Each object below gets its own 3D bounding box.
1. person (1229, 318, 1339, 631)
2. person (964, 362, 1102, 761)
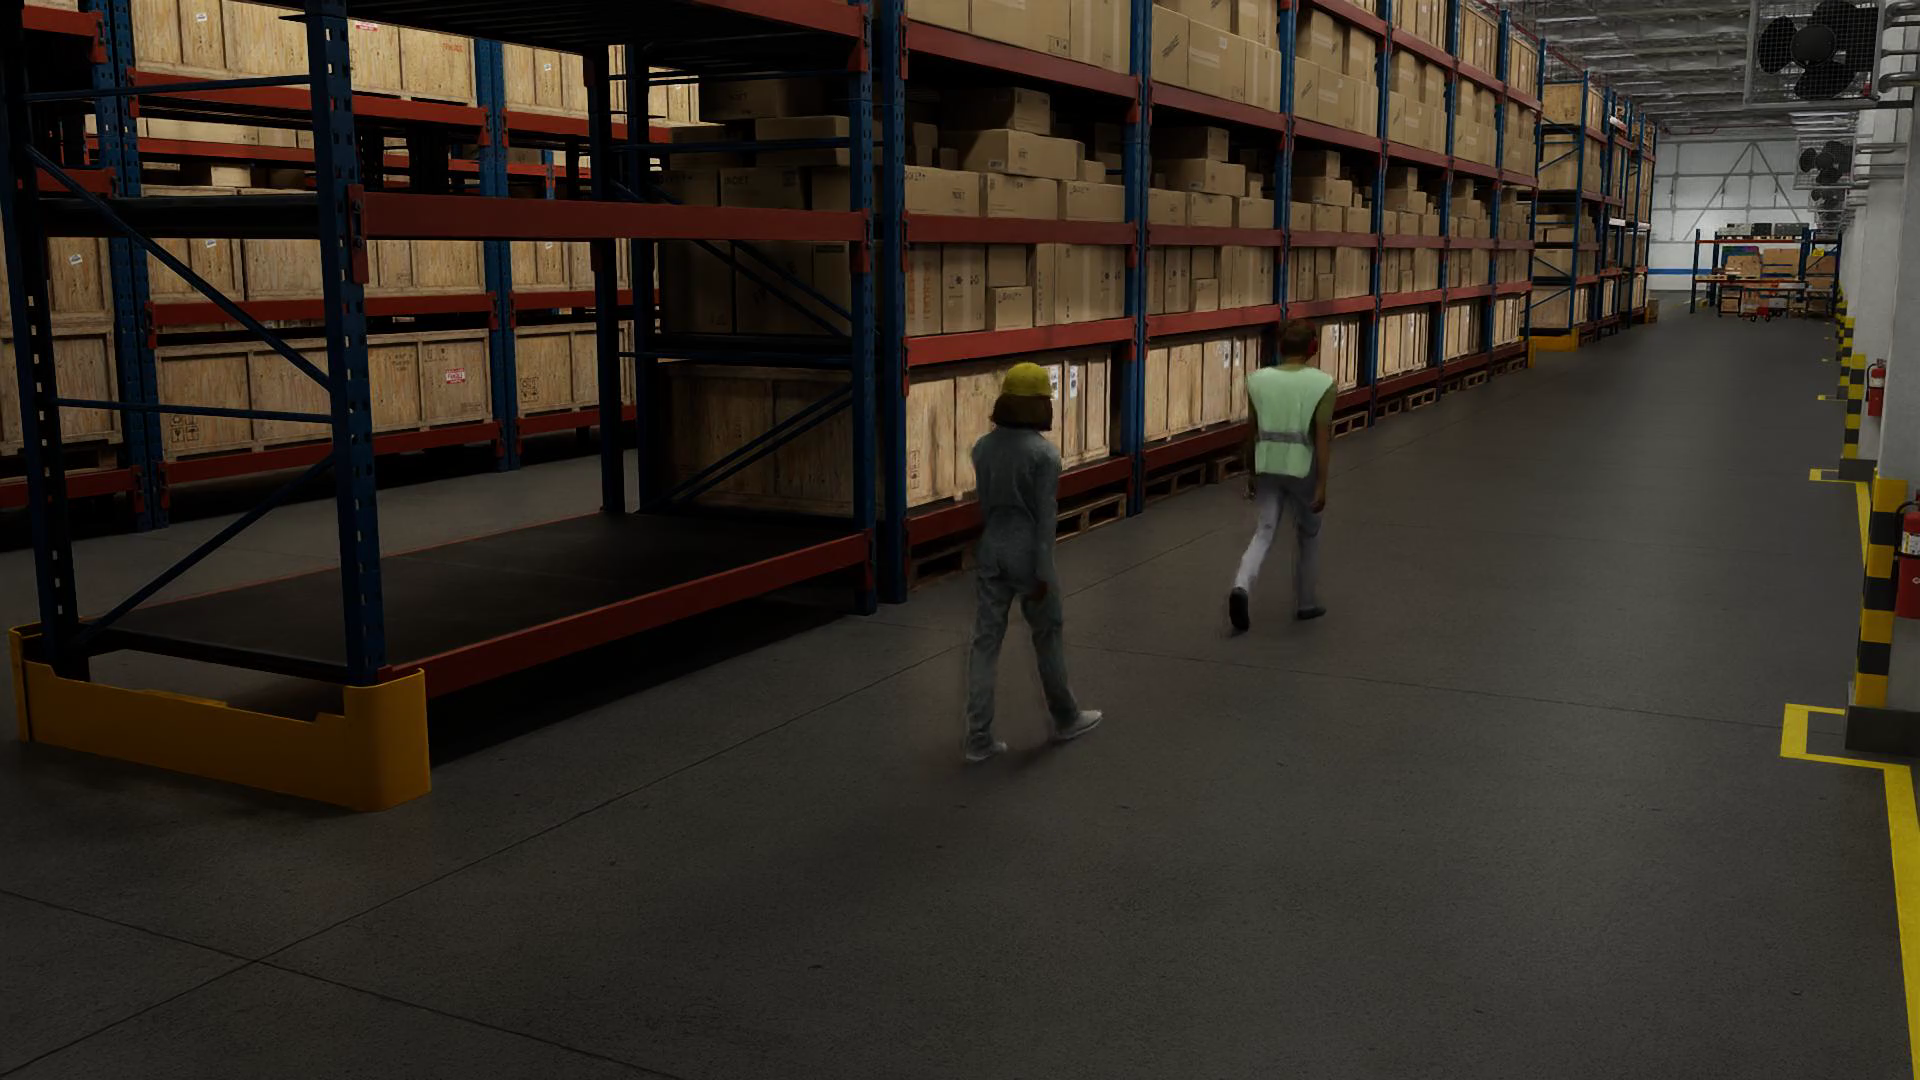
[{"bbox_3d":[1.875,-0.378,9.653,0.573,1.813,0.855,7,12,35],"label":"person"},{"bbox_3d":[0.289,0.083,7.250,0.494,1.709,0.779,7,12,37],"label":"person"}]
